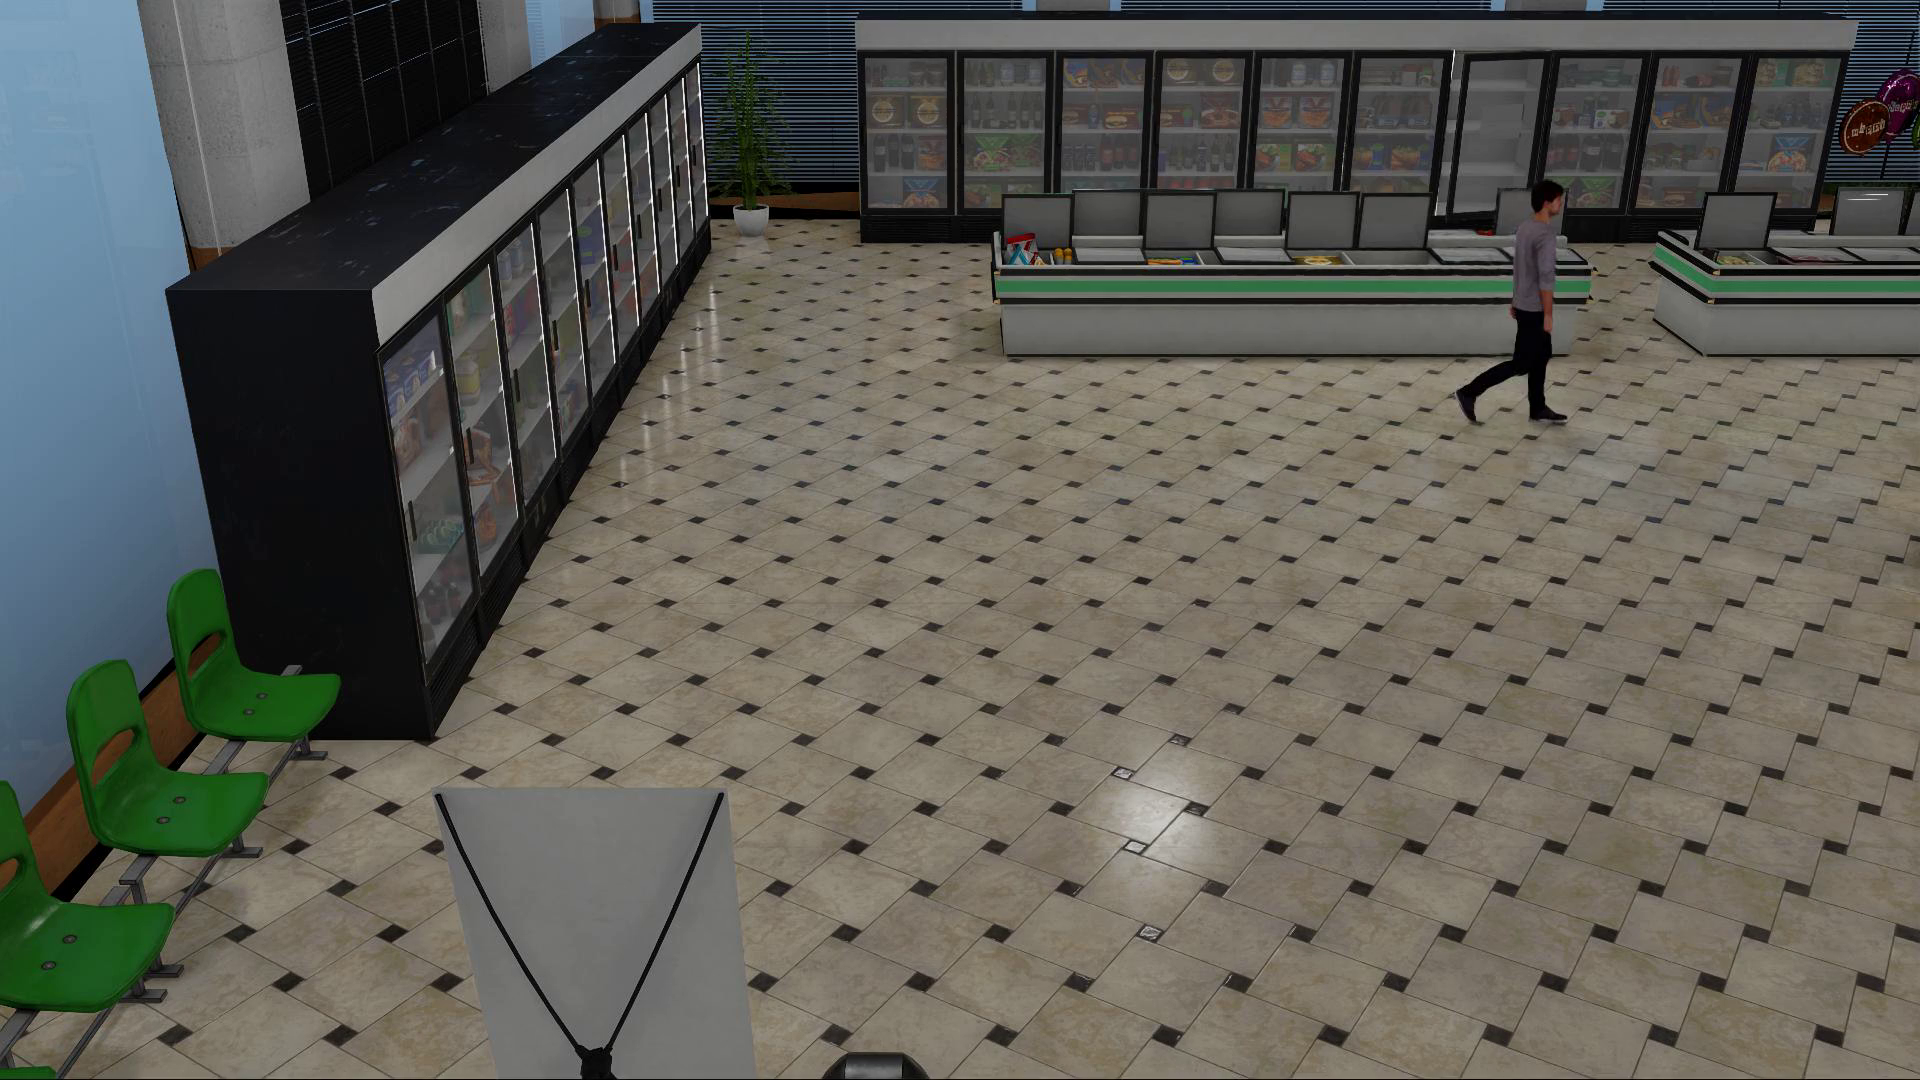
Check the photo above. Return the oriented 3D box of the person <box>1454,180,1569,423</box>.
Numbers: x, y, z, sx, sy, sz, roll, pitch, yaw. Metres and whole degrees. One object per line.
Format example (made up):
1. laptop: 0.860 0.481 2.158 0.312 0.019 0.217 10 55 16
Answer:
1. person: 4.098 -1.692 12.166 1.130 1.816 0.738 2 24 4
